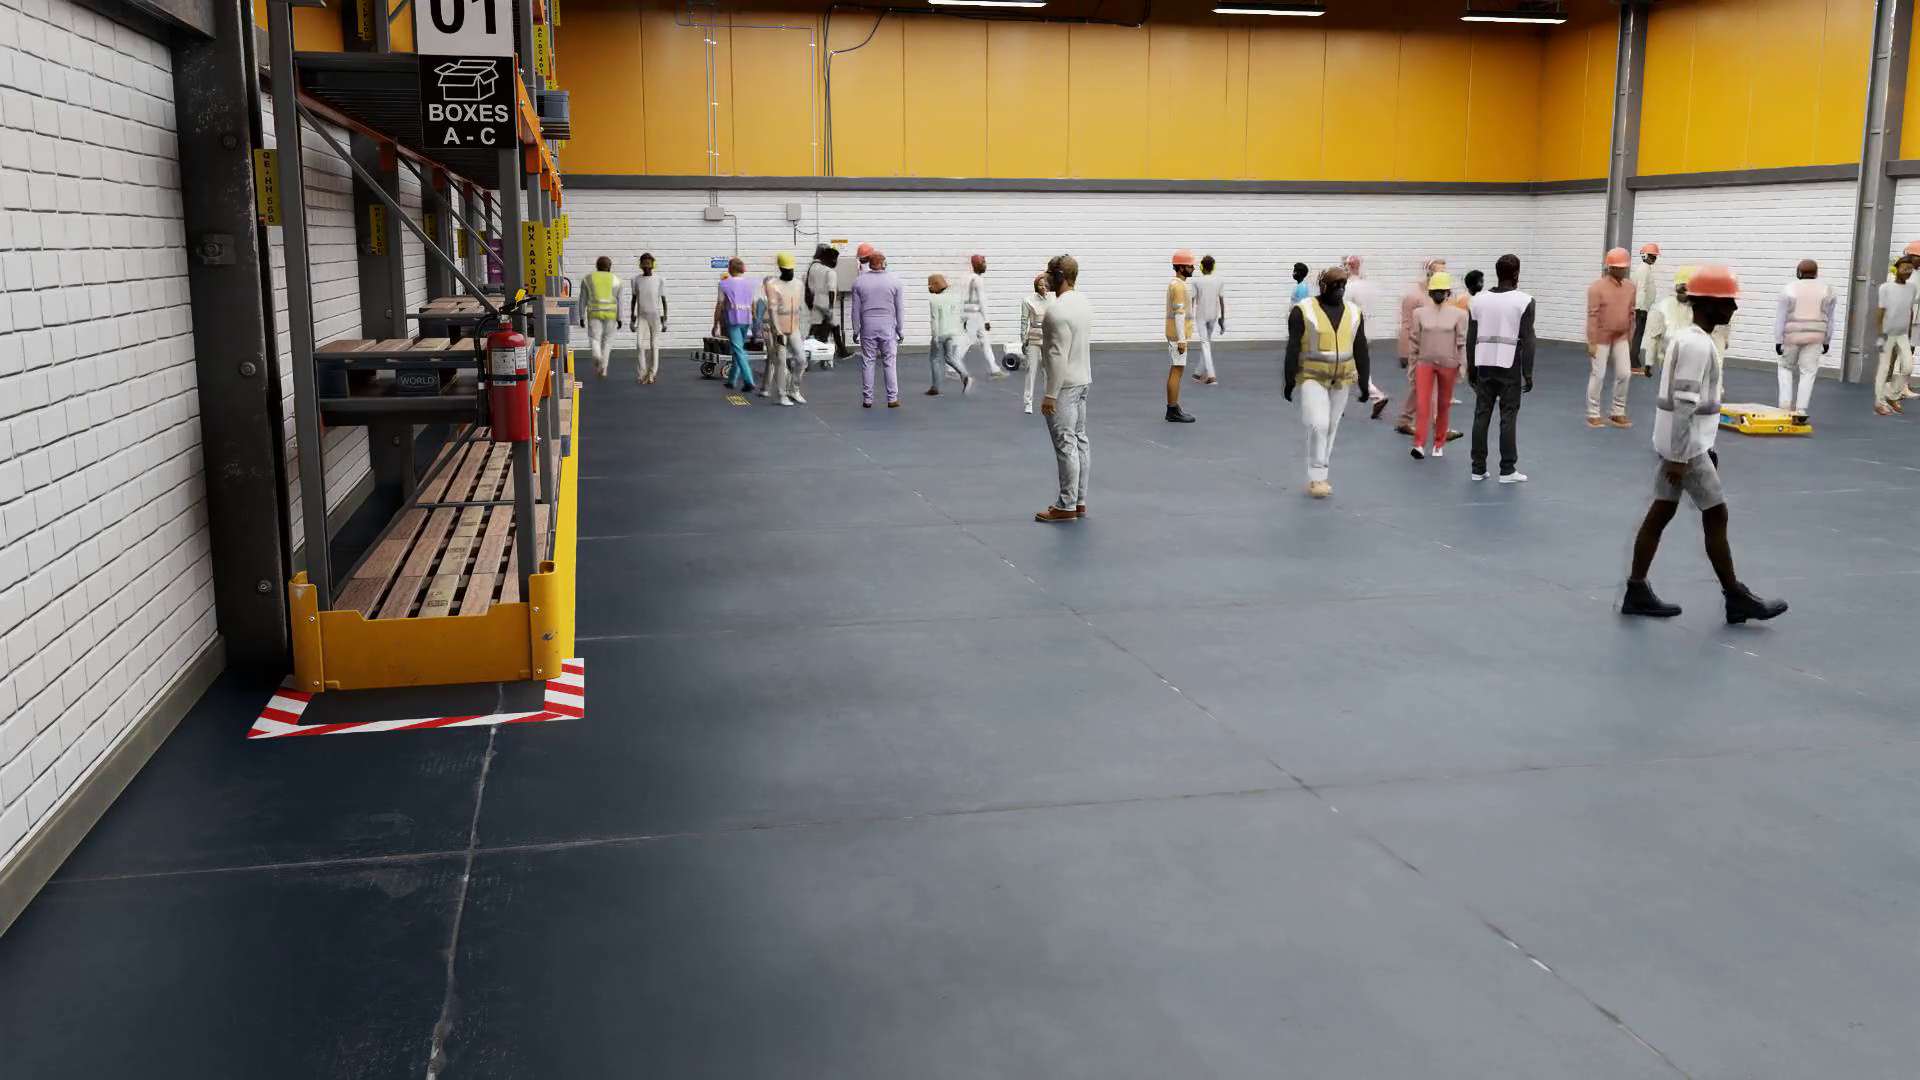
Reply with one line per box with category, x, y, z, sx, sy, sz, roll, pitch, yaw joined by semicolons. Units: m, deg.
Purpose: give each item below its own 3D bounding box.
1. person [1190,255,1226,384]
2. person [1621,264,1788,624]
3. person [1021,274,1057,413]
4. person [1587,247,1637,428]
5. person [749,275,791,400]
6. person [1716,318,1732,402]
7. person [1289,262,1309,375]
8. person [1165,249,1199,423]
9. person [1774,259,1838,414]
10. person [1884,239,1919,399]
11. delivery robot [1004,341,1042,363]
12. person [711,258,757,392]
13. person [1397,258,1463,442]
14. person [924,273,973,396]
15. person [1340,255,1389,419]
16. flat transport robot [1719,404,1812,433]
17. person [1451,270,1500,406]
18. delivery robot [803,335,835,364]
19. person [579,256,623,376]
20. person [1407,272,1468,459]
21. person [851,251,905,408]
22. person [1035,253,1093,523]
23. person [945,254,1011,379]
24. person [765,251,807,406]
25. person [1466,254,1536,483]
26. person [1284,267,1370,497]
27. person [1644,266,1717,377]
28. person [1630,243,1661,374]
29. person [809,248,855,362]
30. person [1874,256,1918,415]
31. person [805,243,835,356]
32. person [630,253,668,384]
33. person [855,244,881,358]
person;3.488;-3.143;23.743;0.545;1.818;0.968;-3;11;-16
person;4.021;-0.498;8.841;0.902;1.900;0.575;3;11;17
person;0.962;-2.310;19.616;0.523;1.638;0.311;-3;11;-16
person;7.019;-2.167;17.960;0.631;1.955;0.601;-2;10;-12
person;-2.363;-2.599;21.363;0.889;1.594;0.511;8;13;38
person;9.567;-2.575;21.227;0.518;1.587;0.872;1;10;7
person;5.136;-3.339;25.159;0.321;1.697;0.529;2;10;9
person;2.486;-2.290;18.679;0.358;1.937;0.548;1;10;3
person;9.530;-2.257;18.817;0.638;1.820;0.568;3;11;17
person;12.163;-2.818;21.323;0.607;2.041;0.377;-3;11;-17
delivery robot;1.048;-2.988;26.118;0.707;0.478;0.477;1;10;4
person;-3.015;-2.915;22.542;0.588;1.803;0.959;-9;13;-40
person;4.847;-1.953;17.068;0.636;1.852;1.014;-6;12;-31
person;-0.175;-2.666;21.656;0.680;1.608;0.517;7;12;35
person;4.531;-2.329;19.083;0.862;1.880;0.650;6;12;32
flat transport robot;8.523;-1.328;17.968;0.652;0.197;1.431;0;10;0
person;6.309;-2.455;20.331;0.834;1.654;0.550;6;12;28
delivery robot;-2.313;-2.944;25.878;0.707;0.478;0.477;-5;11;-27
person;-5.317;-3.314;24.718;0.651;1.814;0.692;-3;11;-16
person;4.400;-1.592;15.365;0.548;1.724;0.852;4;11;20
person;-0.995;-2.561;20.274;0.646;1.904;0.401;0;10;2
person;0.755;-1.090;12.028;0.371;1.940;0.627;4;11;23
person;0.234;-3.252;24.337;1.013;1.831;0.588;-2;10;-12
person;-2.129;-2.580;20.402;0.592;1.897;0.498;-9;14;-42
person;4.549;-1.431;14.037;0.590;1.896;0.389;10;14;44
person;2.952;-1.241;13.182;0.667;1.817;0.691;-3;11;-14
person;7.020;-1.769;16.222;0.611;1.784;0.930;8;13;37
person;10.441;-3.529;25.402;0.392;1.990;0.612;4;11;23
person;-2.213;-3.925;27.859;1.024;1.897;0.600;-10;14;-43
person;10.866;-2.366;19.338;0.501;1.855;0.431;-1;10;-3
person;-2.396;-4.136;28.623;0.543;2.000;0.699;-1;10;-8
person;-4.400;-3.102;23.419;0.567;1.845;0.740;0;10;-2
person;-1.564;-4.139;28.871;0.671;1.977;0.688;4;11;19
